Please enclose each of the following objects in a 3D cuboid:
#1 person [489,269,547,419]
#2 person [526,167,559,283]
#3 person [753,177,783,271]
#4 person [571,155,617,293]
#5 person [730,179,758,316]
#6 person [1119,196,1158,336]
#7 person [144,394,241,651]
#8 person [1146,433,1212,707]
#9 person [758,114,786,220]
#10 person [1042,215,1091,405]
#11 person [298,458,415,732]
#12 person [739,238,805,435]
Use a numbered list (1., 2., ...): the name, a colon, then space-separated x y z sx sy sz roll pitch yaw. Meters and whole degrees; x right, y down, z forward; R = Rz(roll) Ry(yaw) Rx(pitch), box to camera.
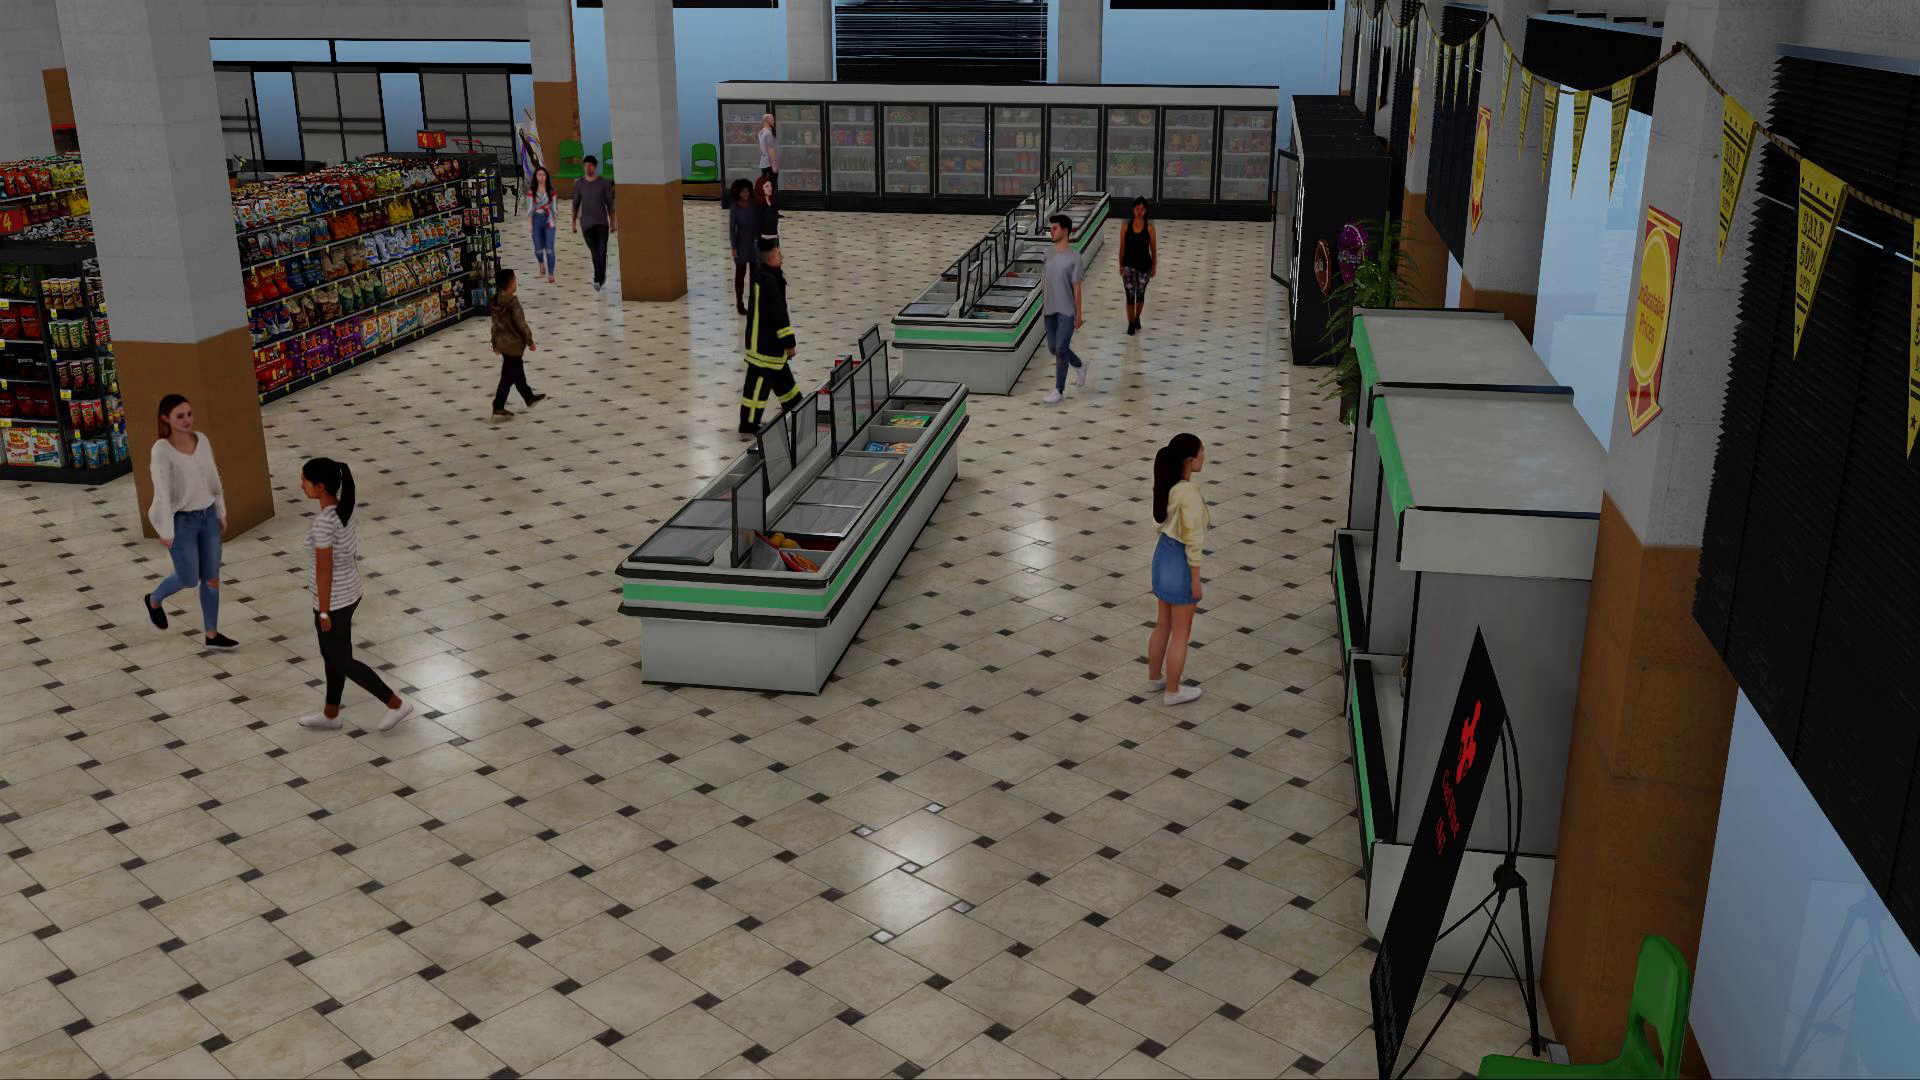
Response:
1. person: -4.434 -1.878 16.184 0.893 1.424 1.048 16 24 39
2. person: -5.954 -4.499 23.698 0.855 1.589 1.100 -4 19 -13
3. person: -2.429 -3.658 20.897 0.710 1.786 0.600 12 22 31
4. person: -5.001 -4.341 22.888 0.793 1.807 1.152 1 19 3
5. person: -2.762 -3.758 21.314 0.659 1.708 0.723 -13 23 -34
6. person: 2.146 -3.302 20.104 0.648 1.618 1.077 2 19 6
7. person: -4.923 -0.100 10.516 0.798 1.675 0.890 8 20 22
8. person: 1.271 0.168 9.795 0.767 1.629 0.647 -6 20 -18
9. person: -3.435 -6.731 29.930 0.824 1.838 0.732 -9 21 -25
10. person: 1.089 -2.336 16.863 1.066 1.857 1.209 16 25 40
11. person: -3.408 0.338 9.292 0.750 1.628 0.909 0 19 -1
12. person: -1.881 -1.877 15.543 1.143 1.832 1.167 -7 20 -19
